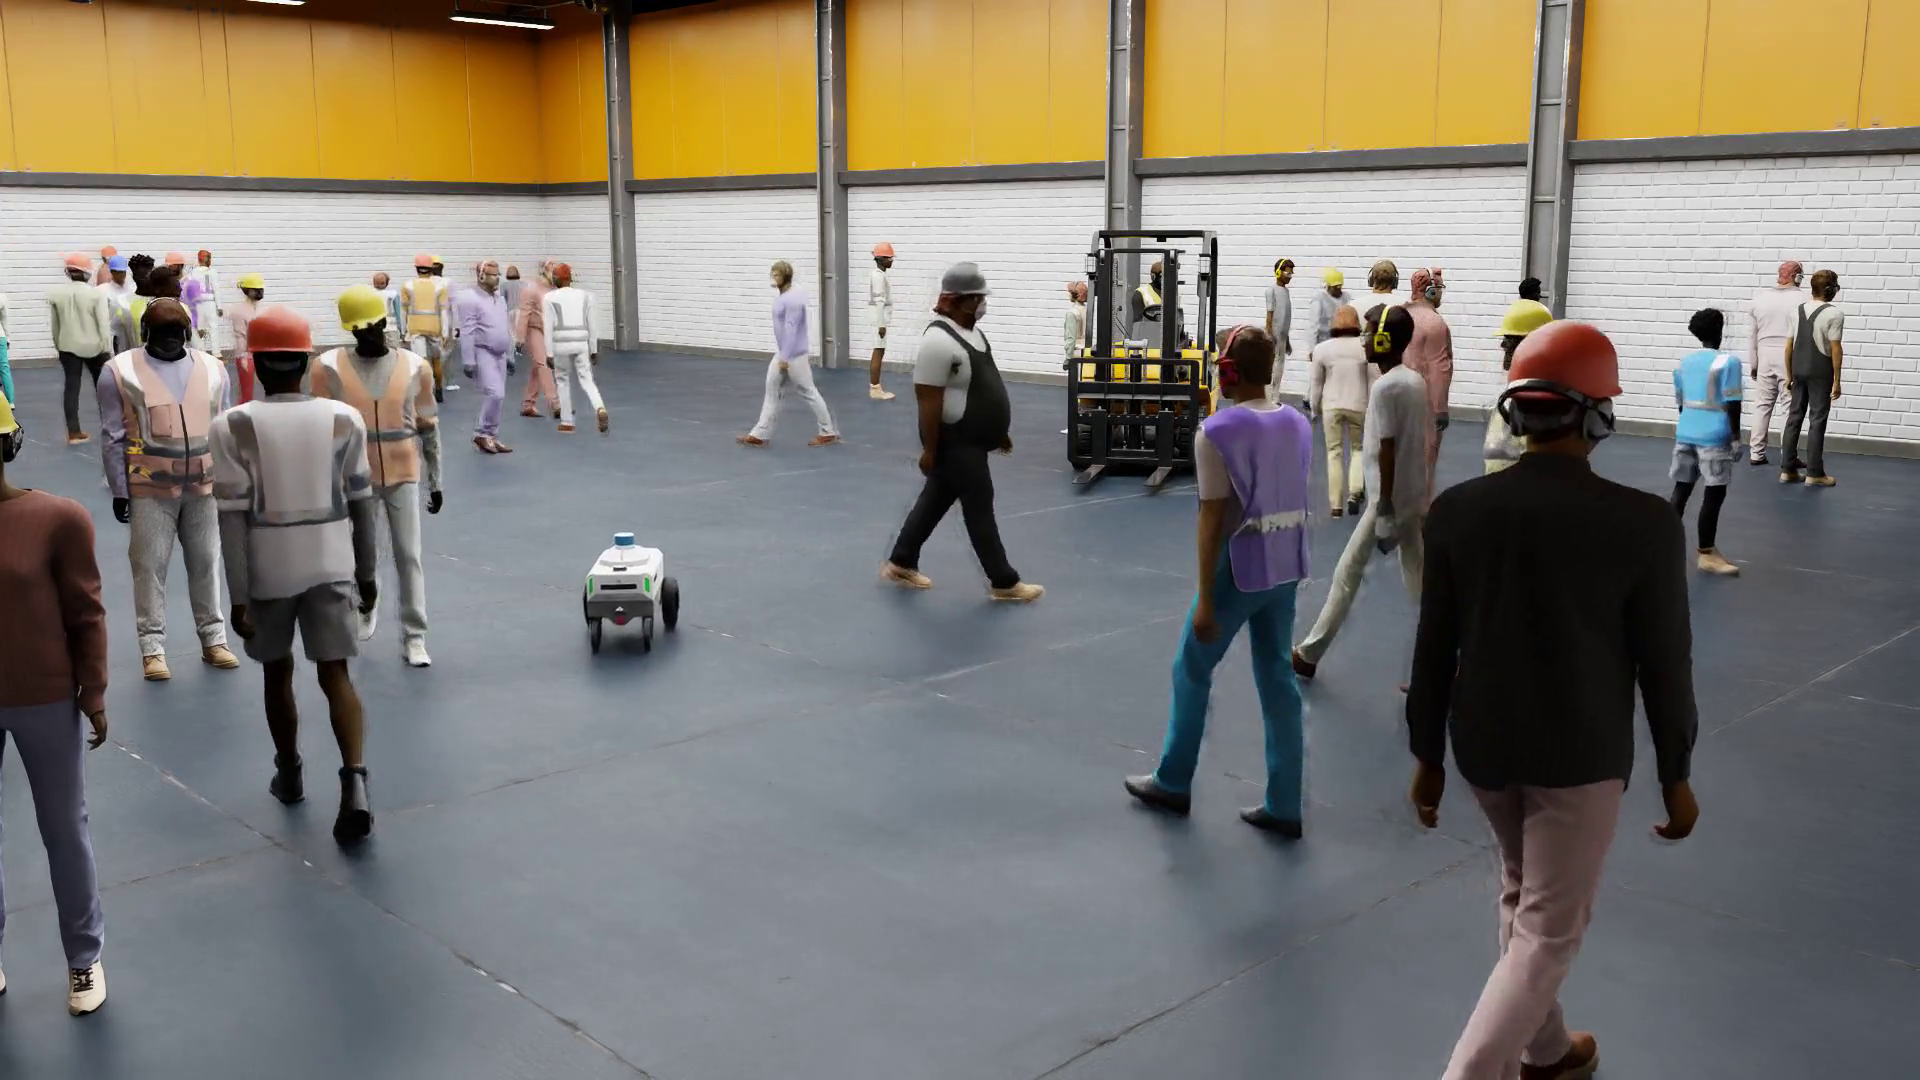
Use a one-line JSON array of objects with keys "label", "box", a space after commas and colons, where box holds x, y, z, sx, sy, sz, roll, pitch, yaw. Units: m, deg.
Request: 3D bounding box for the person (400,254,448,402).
[{"label": "person", "box": [-6.731, -2.633, 20.922, 0.568, 1.887, 0.978, -4, 11, -20]}]

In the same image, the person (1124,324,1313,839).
[{"label": "person", "box": [0.955, 0.137, 6.020, 0.596, 1.811, 0.839, -8, 13, -36]}]

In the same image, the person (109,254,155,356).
[{"label": "person", "box": [-7.310, -1.589, 15.010, 0.606, 1.966, 0.367, -10, 15, -44]}]

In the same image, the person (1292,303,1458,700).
[{"label": "person", "box": [1.933, -0.181, 7.742, 0.980, 1.816, 0.552, 8, 13, 38]}]

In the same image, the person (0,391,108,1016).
[{"label": "person", "box": [-2.584, 0.441, 4.487, 0.533, 1.768, 0.310, -3, 11, -15]}]

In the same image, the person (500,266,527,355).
[{"label": "person", "box": [-7.966, -4.111, 29.810, 0.504, 1.583, 0.882, -1, 10, -7]}]

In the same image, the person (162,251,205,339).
[{"label": "person", "box": [-10.319, -2.865, 22.105, 0.555, 1.923, 0.457, 5, 11, 25]}]

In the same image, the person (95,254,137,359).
[{"label": "person", "box": [-9.825, -2.377, 19.434, 0.782, 1.920, 0.623, 8, 13, 38]}]

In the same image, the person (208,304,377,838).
[{"label": "person", "box": [-2.344, 0.111, 5.952, 0.556, 1.902, 0.946, -7, 12, -33]}]

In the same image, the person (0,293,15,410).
[{"label": "person", "box": [-11.785, -2.433, 20.163, 0.324, 1.767, 0.533, 5, 12, 26]}]

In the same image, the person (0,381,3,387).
[{"label": "person", "box": [-13.532, -2.846, 22.844, 0.840, 1.591, 0.545, 9, 14, 40]}]

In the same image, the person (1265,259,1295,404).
[{"label": "person", "box": [3.683, -2.298, 19.159, 0.329, 1.865, 0.514, 7, 12, 33]}]

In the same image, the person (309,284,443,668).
[{"label": "person", "box": [-2.894, -0.324, 8.289, 0.630, 1.900, 0.577, -5, 12, -27]}]

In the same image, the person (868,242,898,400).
[{"label": "person", "box": [-1.000, -2.839, 21.620, 0.391, 2.042, 0.611, -1, 10, -4]}]

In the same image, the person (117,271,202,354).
[{"label": "person", "box": [-7.010, -1.446, 14.625, 0.686, 1.824, 0.434, -1, 10, -5]}]

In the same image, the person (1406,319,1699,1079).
[{"label": "person", "box": [1.293, 0.481, 3.769, 0.986, 1.955, 0.612, -9, 13, -39]}]

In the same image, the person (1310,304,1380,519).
[{"label": "person", "box": [2.900, -0.968, 12.550, 0.522, 1.616, 0.333, 3, 11, 15]}]

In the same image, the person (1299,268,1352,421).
[{"label": "person", "box": [4.282, -2.292, 19.414, 0.586, 1.767, 0.917, -8, 13, -36]}]

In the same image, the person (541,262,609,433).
[{"label": "person", "box": [-4.117, -2.029, 17.746, 0.591, 1.858, 0.808, -7, 13, -35]}]

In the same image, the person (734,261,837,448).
[{"label": "person", "box": [-1.712, -1.840, 16.642, 1.042, 1.886, 0.652, -4, 11, -22]}]

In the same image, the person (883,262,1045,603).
[{"label": "person", "box": [-0.028, -0.663, 9.761, 1.039, 2.000, 0.696, 3, 11, 14]}]

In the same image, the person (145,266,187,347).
[{"label": "person", "box": [-6.713, -1.360, 14.015, 0.934, 1.887, 0.600, -4, 11, -19]}]

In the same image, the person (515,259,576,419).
[{"label": "person", "box": [-4.793, -2.333, 19.400, 0.938, 1.848, 0.699, 4, 11, 20]}]

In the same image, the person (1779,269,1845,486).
[{"label": "person", "box": [7.290, -1.381, 14.208, 0.327, 1.843, 0.516, -5, 12, -25]}]

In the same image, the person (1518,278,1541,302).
[{"label": "person", "box": [5.950, -1.918, 17.564, 0.320, 1.694, 0.532, 4, 11, 21]}]

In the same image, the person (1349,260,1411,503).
[{"label": "person", "box": [3.328, -1.244, 13.210, 0.628, 1.940, 0.373, 4, 11, 22]}]

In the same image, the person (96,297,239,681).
[{"label": "person", "box": [-3.806, -0.252, 8.083, 0.621, 1.837, 0.429, -9, 14, -41]}]

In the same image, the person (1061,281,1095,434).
[{"label": "person", "box": [1.276, -1.956, 17.902, 0.310, 1.642, 0.514, 6, 12, 31]}]

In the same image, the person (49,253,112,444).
[{"label": "person", "box": [-9.092, -1.998, 17.310, 0.641, 1.940, 0.996, 0, 10, -2]}]

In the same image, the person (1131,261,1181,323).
[{"label": "person", "box": [2.224, -2.193, 18.647, 0.626, 1.843, 0.430, -5, 11, -25]}]

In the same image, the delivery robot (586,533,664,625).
[{"label": "delivery robot", "box": [-1.771, 0.206, 8.820, 0.477, 0.478, 0.707, -1, 10, -5]}]

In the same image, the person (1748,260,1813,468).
[{"label": "person", "box": [7.582, -1.611, 15.308, 0.410, 1.905, 0.640, -8, 13, -36]}]

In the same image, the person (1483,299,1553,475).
[{"label": "person", "box": [2.763, -0.256, 8.144, 0.403, 1.825, 0.592, 3, 11, 14]}]

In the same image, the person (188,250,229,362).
[{"label": "person", "box": [-12.624, -3.912, 27.898, 0.572, 1.887, 0.353, 3, 11, 17]}]

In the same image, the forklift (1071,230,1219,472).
[{"label": "forklift", "box": [1.804, -1.825, 15.677, 1.214, 2.155, 2.313, 2, 11, 13]}]

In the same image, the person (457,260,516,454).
[{"label": "person", "box": [-4.558, -1.769, 16.205, 0.446, 1.887, 0.669, 3, 11, 17]}]

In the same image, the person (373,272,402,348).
[{"label": "person", "box": [-8.032, -2.923, 23.193, 0.533, 1.624, 0.460, 1, 10, 8]}]

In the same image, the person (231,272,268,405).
[{"label": "person", "box": [-7.219, -1.868, 17.117, 0.583, 1.746, 0.541, 5, 11, 24]}]

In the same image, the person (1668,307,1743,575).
[{"label": "person", "box": [4.710, -0.626, 10.560, 0.343, 1.676, 0.621, -3, 11, -15]}]

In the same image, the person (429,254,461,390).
[{"label": "person", "box": [-7.130, -2.945, 22.679, 0.624, 1.877, 0.775, 3, 11, 16]}]

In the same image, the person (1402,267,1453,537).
[{"label": "person", "box": [3.287, -0.974, 11.825, 0.409, 1.909, 0.640, -3, 11, -18]}]

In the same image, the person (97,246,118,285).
[{"label": "person", "box": [-13.602, -3.745, 26.830, 0.983, 1.943, 0.620, -9, 13, -39]}]
